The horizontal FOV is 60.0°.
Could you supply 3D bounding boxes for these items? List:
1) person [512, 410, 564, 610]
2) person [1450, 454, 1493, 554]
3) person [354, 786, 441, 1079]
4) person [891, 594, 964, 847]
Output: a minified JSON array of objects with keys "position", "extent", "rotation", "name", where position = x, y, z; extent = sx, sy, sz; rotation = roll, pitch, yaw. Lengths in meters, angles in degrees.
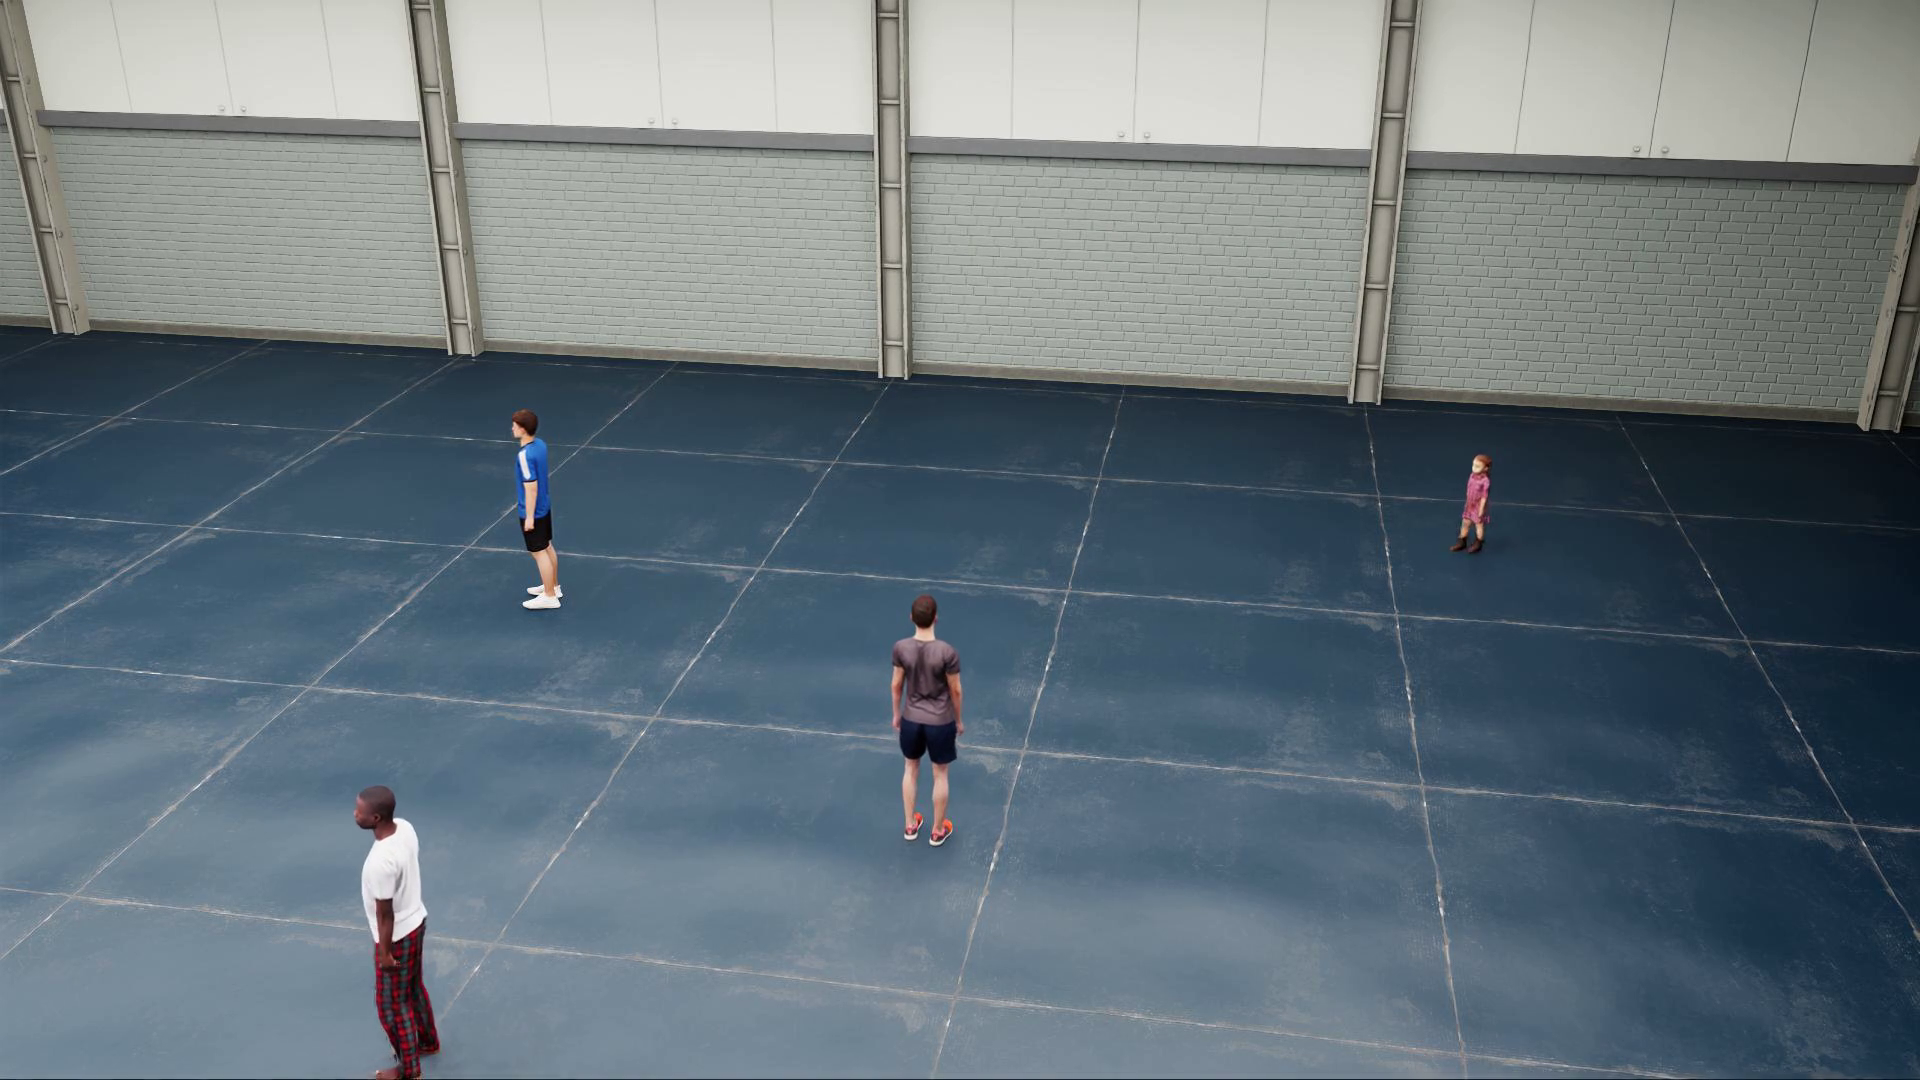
[{"position":[-3.829,-0.288,15.001],"extent":[0.659,1.865,0.717],"rotation":[-1,23,-3],"name":"person"},{"position":[5.098,-0.361,16.263],"extent":[0.649,1.013,0.580],"rotation":[-12,26,-26],"name":"person"},{"position":[-3.103,2.169,9.271],"extent":[0.660,1.829,0.714],"rotation":[-1,23,-1],"name":"person"},{"position":[-0.219,1.248,11.406],"extent":[0.524,1.852,0.730],"rotation":[6,24,14],"name":"person"}]
